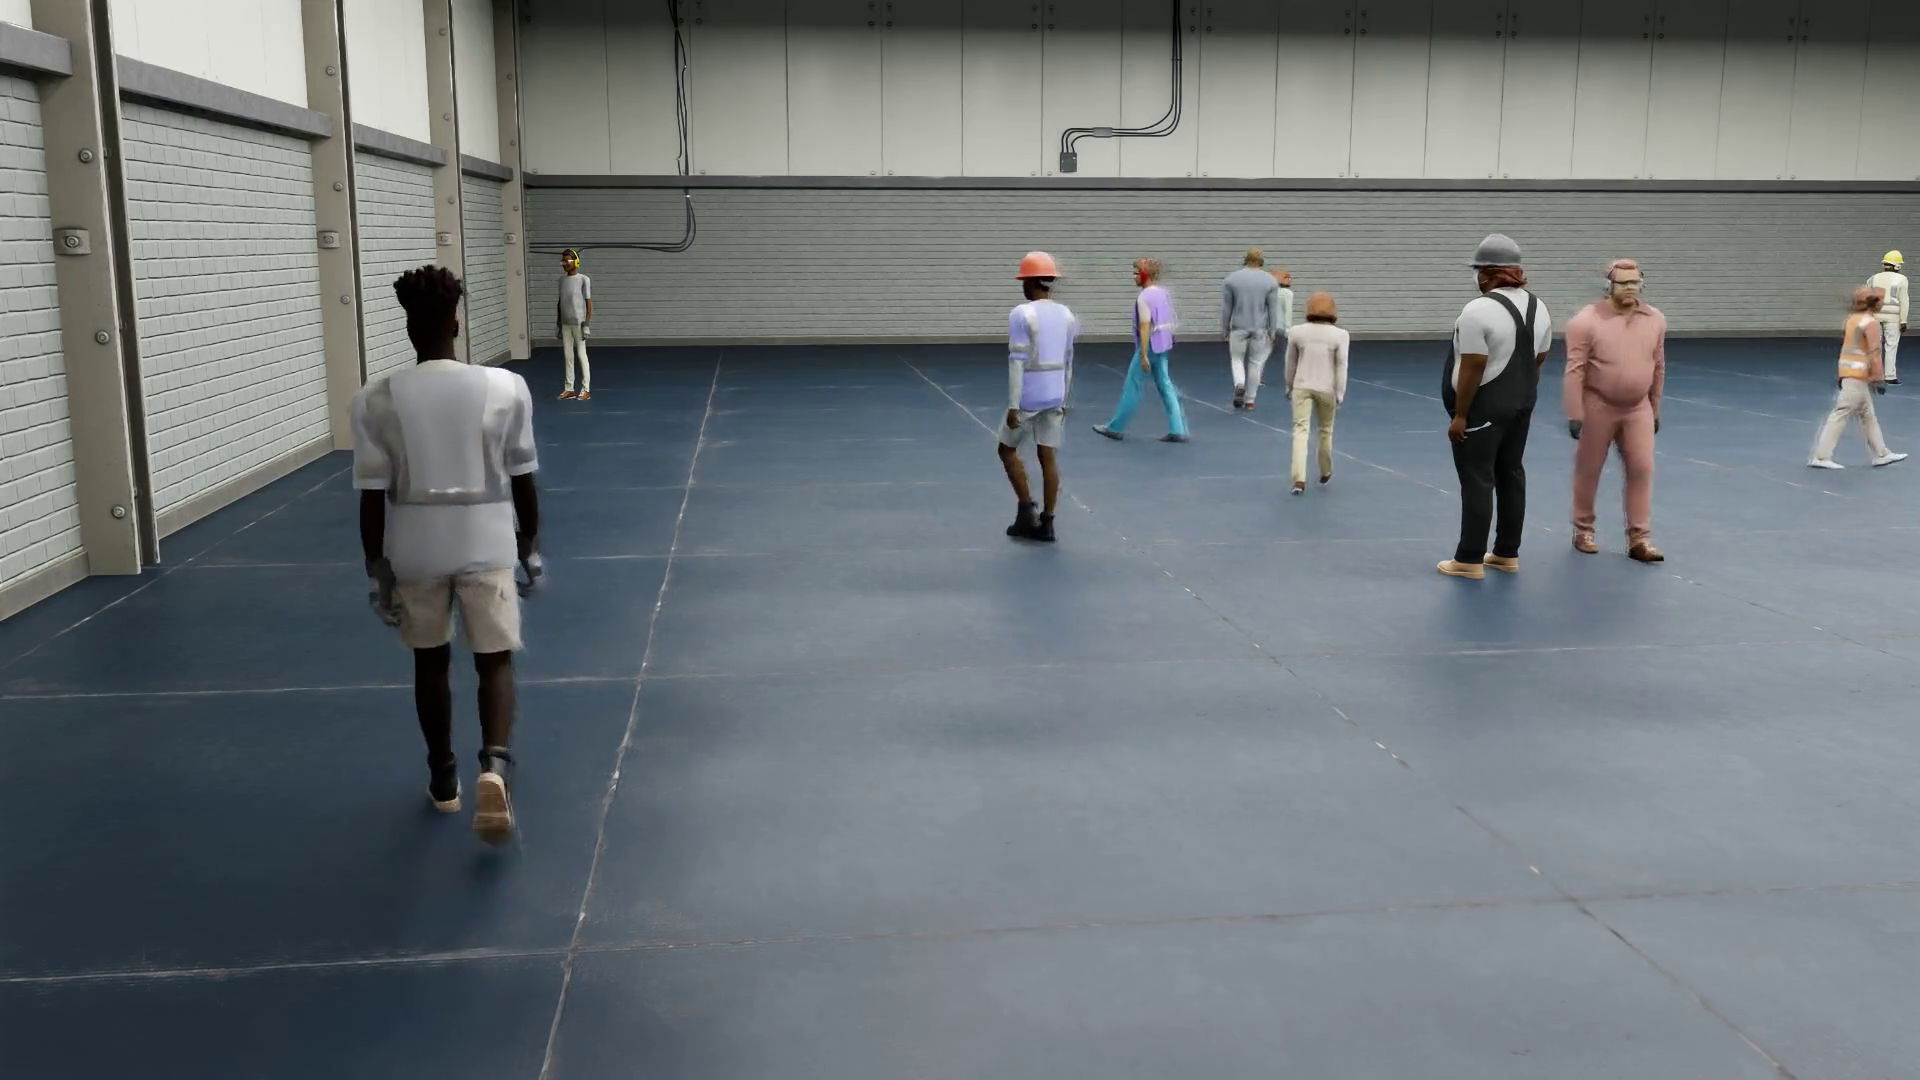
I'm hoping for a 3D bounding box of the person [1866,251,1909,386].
[{"bbox_3d":[12.662,-3.020,22.702,0.403,1.833,0.586,-6,12,-29],"label":"person"}]

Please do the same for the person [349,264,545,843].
[{"bbox_3d":[-1.714,0.044,5.618,0.612,1.940,0.843,-3,11,-15],"label":"person"}]

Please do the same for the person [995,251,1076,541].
[{"bbox_3d":[0.491,-0.949,11.094,0.585,1.921,0.473,-8,13,-37],"label":"person"}]

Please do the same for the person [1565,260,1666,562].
[{"bbox_3d":[4.128,-0.798,10.403,0.677,1.872,0.856,0,10,-3],"label":"person"}]

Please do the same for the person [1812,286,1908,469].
[{"bbox_3d":[7.878,-1.396,14.444,0.846,1.592,0.546,2,11,11],"label":"person"}]

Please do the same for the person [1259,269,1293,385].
[{"bbox_3d":[4.333,-2.905,22.725,0.839,1.593,0.511,-7,13,-35],"label":"person"}]

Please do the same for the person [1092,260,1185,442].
[{"bbox_3d":[1.828,-1.865,16.462,0.962,1.792,0.596,6,12,31],"label":"person"}]

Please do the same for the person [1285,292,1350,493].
[{"bbox_3d":[2.843,-1.183,13.309,0.513,1.586,0.878,3,11,18],"label":"person"}]

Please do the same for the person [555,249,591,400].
[{"bbox_3d":[-4.825,-2.675,20.707,0.513,1.872,0.328,5,11,23],"label":"person"}]

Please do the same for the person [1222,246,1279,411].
[{"bbox_3d":[3.359,-2.434,19.251,0.638,1.918,0.537,2,10,8],"label":"person"}]

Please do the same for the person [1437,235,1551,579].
[{"bbox_3d":[3.141,-0.798,9.945,0.689,2.000,0.539,-7,12,-33],"label":"person"}]
